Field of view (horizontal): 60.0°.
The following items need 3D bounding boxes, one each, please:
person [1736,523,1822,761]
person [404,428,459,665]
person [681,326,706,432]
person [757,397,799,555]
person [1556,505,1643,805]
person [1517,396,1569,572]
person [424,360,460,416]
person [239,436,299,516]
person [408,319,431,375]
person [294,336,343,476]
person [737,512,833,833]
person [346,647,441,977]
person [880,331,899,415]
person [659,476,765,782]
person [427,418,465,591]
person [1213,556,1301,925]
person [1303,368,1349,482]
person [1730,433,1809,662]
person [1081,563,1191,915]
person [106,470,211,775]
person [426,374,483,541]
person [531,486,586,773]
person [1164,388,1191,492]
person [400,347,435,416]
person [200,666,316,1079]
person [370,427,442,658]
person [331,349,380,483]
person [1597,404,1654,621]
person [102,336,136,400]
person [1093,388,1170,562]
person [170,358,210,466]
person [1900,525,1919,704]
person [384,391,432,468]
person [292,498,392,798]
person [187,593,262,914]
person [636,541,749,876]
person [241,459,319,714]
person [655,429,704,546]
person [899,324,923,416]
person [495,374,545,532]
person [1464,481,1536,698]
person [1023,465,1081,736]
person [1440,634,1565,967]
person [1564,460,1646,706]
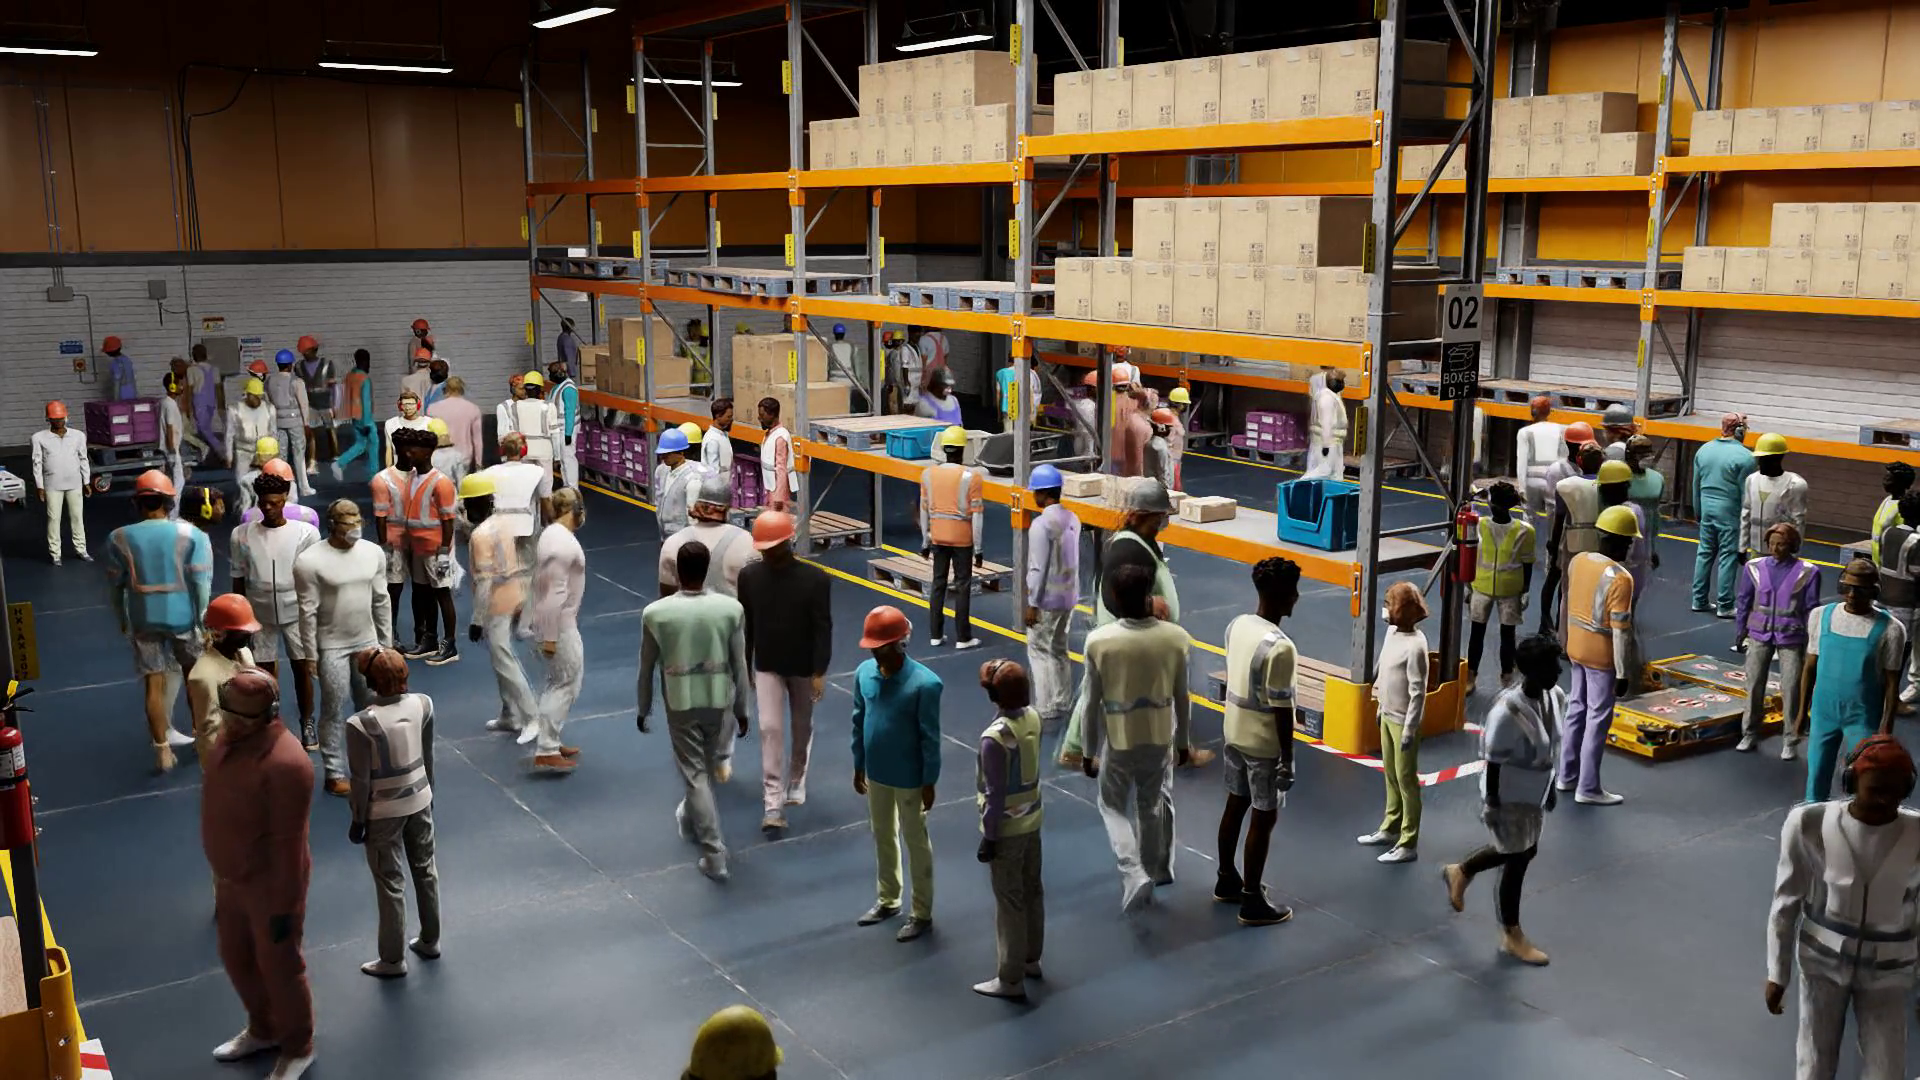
[{"bbox_3d":[5.600,0.684,11.411,0.527,1.629,0.314,9,14,39],"label":"person"},{"bbox_3d":[-4.404,0.050,13.784,0.604,1.967,0.367,10,15,42],"label":"person"},{"bbox_3d":[-4.549,-2.784,28.702,0.602,1.806,0.785,-5,12,-25],"label":"person"},{"bbox_3d":[-1.834,-0.479,16.661,0.409,1.907,0.598,-3,12,-17],"label":"person"},{"bbox_3d":[4.036,0.723,10.480,0.391,1.915,0.593,-3,11,-13],"label":"person"},{"bbox_3d":[6.118,-0.594,17.462,0.586,1.833,1.026,1,11,4],"label":"person"},{"bbox_3d":[-6.741,-1.426,21.664,0.429,1.844,0.625,-10,15,-42],"label":"person"},{"bbox_3d":[-6.267,-0.078,15.093,0.494,1.713,0.781,-2,11,-10],"label":"person"},{"bbox_3d":[-9.023,-2.709,27.868,0.406,1.986,0.612,0,11,0],"label":"person"},{"bbox_3d":[-9.210,-1.929,23.878,0.624,2.004,0.707,-1,11,-3],"label":"person"},{"bbox_3d":[-1.075,0.779,10.158,0.617,1.931,0.992,1,11,3],"label":"person"},{"bbox_3d":[-2.760,1.319,8.133,0.307,1.641,0.513,6,13,28],"label":"person"},{"bbox_3d":[-1.181,-2.698,28.449,0.354,1.736,0.574,0,11,-2],"label":"person"},{"bbox_3d":[-1.639,0.542,11.076,0.699,2.000,0.774,-1,11,-6],"label":"person"},{"bbox_3d":[-5.058,-0.333,16.366,0.616,1.723,0.489,9,14,40],"label":"person"},{"bbox_3d":[1.584,1.043,8.745,0.379,1.958,0.606,-4,12,-17],"label":"person"},{"bbox_3d":[4.554,-1.247,20.830,0.766,1.816,0.626,4,12,21],"label":"person"},{"bbox_3d":[6.755,0.059,13.891,0.431,1.916,0.591,-5,12,-22],"label":"person"},{"bbox_3d":[0.952,1.068,8.771,0.637,1.896,0.567,-2,11,-11],"label":"person"},{"bbox_3d":[-5.354,0.544,11.142,0.632,2.012,0.627,-3,12,-16],"label":"person"},{"bbox_3d":[-5.740,-0.934,18.979,0.628,1.907,0.788,-9,14,-37],"label":"person"},{"bbox_3d":[-2.698,0.589,11.208,0.480,1.896,0.662,-4,12,-19],"label":"person"},{"bbox_3d":[2.451,-0.865,19.015,0.345,1.757,0.534,3,11,14],"label":"person"},{"bbox_3d":[-7.015,-1.532,21.843,0.627,1.985,0.409,-3,11,-14],"label":"person"},{"bbox_3d":[-2.947,1.427,6.991,0.692,1.880,0.428,9,14,39],"label":"person"},{"bbox_3d":[-4.653,0.012,14.021,0.385,1.957,0.603,7,13,32],"label":"person"},{"bbox_3d":[-8.248,-1.670,22.774,0.594,1.891,0.698,10,15,42],"label":"person"},{"bbox_3d":[5.903,-0.228,15.019,0.694,2.000,0.537,-8,14,-35],"label":"person"},{"bbox_3d":[-12.776,-2.180,25.423,0.351,1.899,0.736,-2,11,-8],"label":"person"},{"bbox_3d":[1.863,-0.692,17.804,0.744,1.883,0.662,4,12,17],"label":"person"},{"bbox_3d":[-11.346,-1.874,24.510,0.463,1.616,0.529,0,11,-1],"label":"person"},{"bbox_3d":[7.323,0.350,12.441,0.398,1.899,0.654,-5,12,-25],"label":"person"},{"bbox_3d":[-5.866,-0.687,17.866,0.570,1.845,0.381,-3,12,-16],"label":"person"},{"bbox_3d":[-3.933,0.681,10.675,0.376,1.930,0.629,9,14,38],"label":"person"},{"bbox_3d":[-3.830,1.133,8.824,0.355,1.742,0.574,0,11,1],"label":"person"},{"bbox_3d":[-1.536,0.934,9.543,0.609,1.857,0.995,-5,12,-24],"label":"person"},{"bbox_3d":[-5.019,0.356,12.344,0.549,1.924,0.390,-7,13,-30],"label":"person"},{"bbox_3d":[-2.356,0.020,14.018,0.414,1.940,0.606,-7,13,-33],"label":"person"},{"bbox_3d":[-0.782,-2.568,27.205,0.377,1.959,0.603,3,12,16],"label":"person"},{"bbox_3d":[-5.110,-0.987,19.324,0.352,1.880,0.577,8,13,35],"label":"person"},{"bbox_3d":[4.126,0.381,12.777,0.536,1.699,0.322,5,12,25],"label":"person"},{"bbox_3d":[0.655,0.419,12.005,0.450,1.923,0.648,6,13,30],"label":"person"},{"bbox_3d":[2.734,1.249,8.393,0.539,1.671,0.653,-9,14,-40],"label":"person"},{"bbox_3d":[4.837,0.344,12.461,0.735,1.893,0.597,9,14,39],"label":"person"}]
